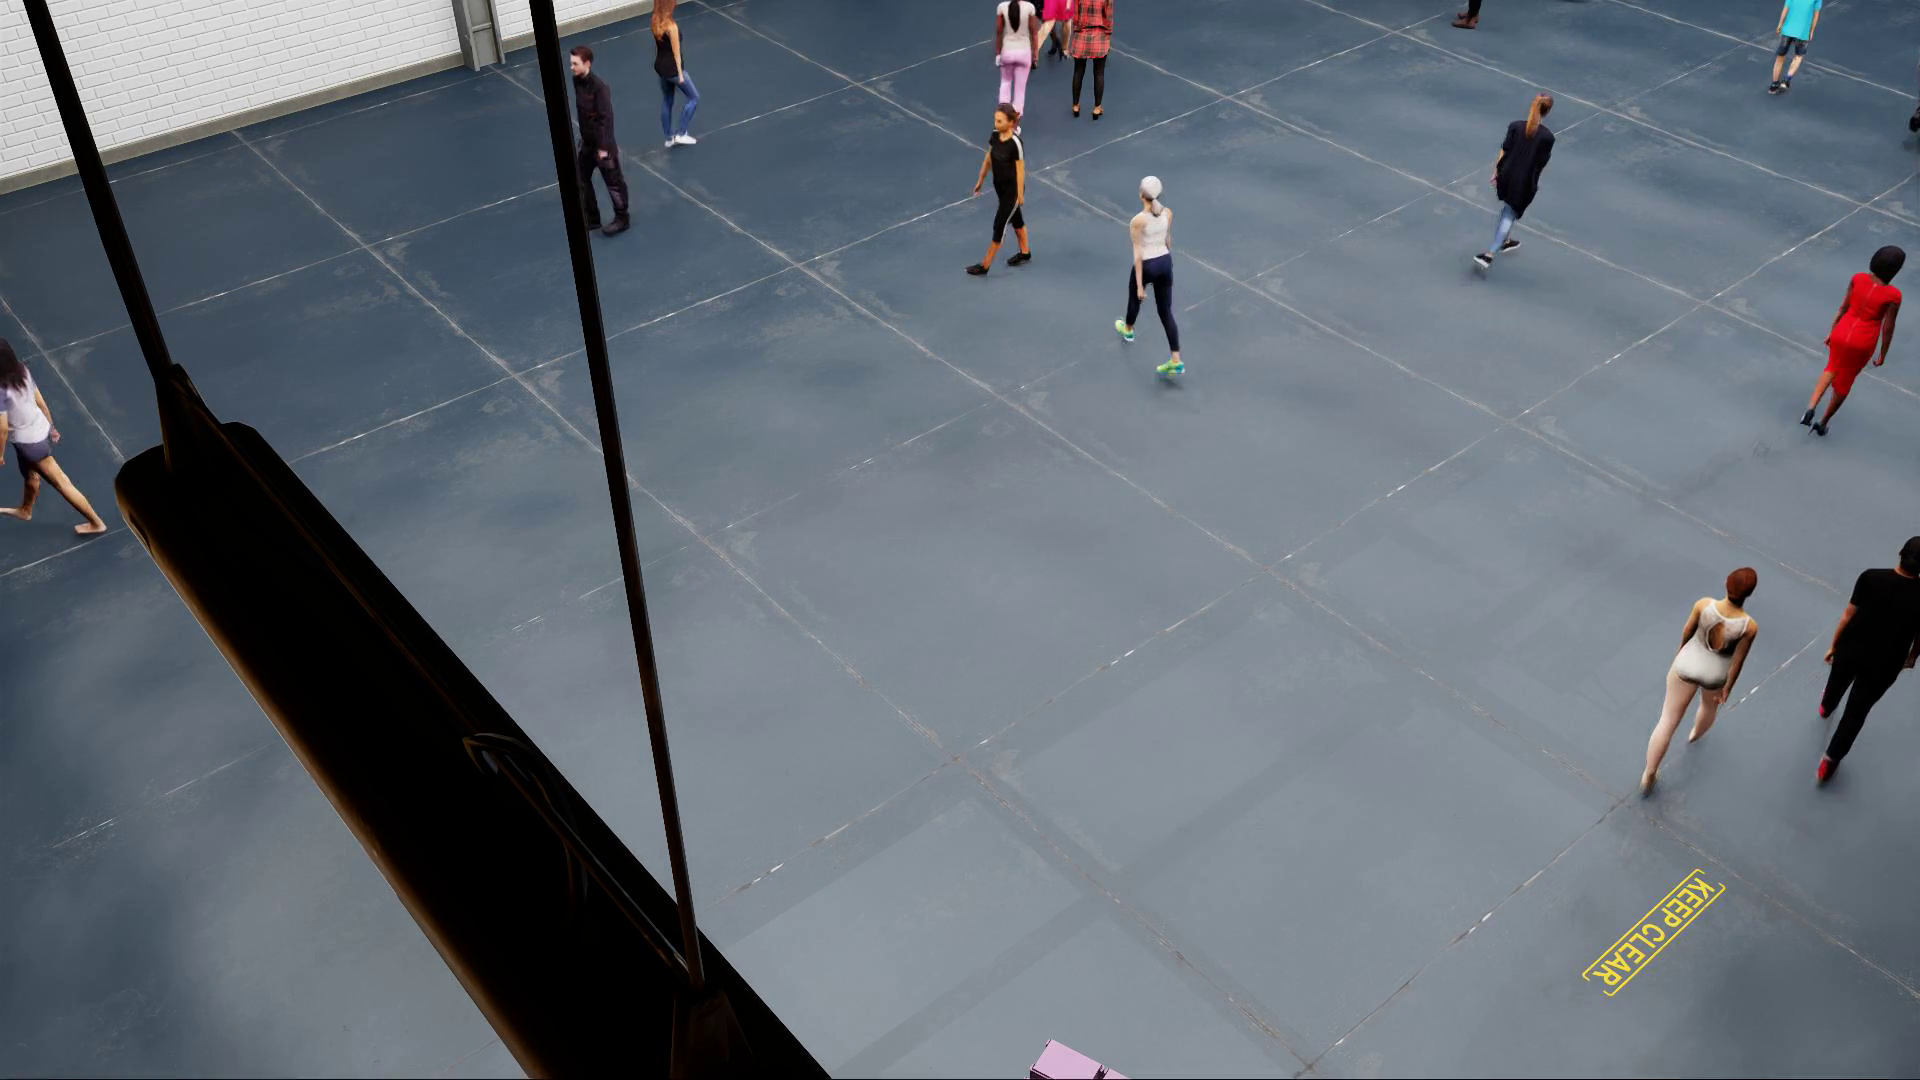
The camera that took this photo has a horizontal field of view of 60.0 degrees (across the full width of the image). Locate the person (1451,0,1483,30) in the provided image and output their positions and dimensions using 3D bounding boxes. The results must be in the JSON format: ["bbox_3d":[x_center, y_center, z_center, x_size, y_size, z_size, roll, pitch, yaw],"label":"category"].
[{"bbox_3d":[6.284,-7.112,20.031,0.827,1.835,0.648,19,43,23],"label":"person"}]

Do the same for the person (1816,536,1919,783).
[{"bbox_3d":[5.599,0.767,10.265,0.834,1.712,1.183,23,44,26],"label":"person"}]

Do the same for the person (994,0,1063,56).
[{"bbox_3d":[0.875,-6.364,19.236,1.058,1.660,1.068,12,40,14],"label":"person"}]

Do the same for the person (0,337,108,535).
[{"bbox_3d":[-6.680,-0.716,12.132,1.119,1.699,0.975,-3,39,-3],"label":"person"}]

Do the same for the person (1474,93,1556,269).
[{"bbox_3d":[5.114,-3.283,15.391,0.629,1.643,0.974,28,46,30],"label":"person"}]

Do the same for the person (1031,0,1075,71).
[{"bbox_3d":[1.084,-6.180,18.981,0.770,1.690,1.105,23,44,26],"label":"person"}]

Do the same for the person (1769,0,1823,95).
[{"bbox_3d":[9.316,-5.671,18.544,0.598,1.441,0.607,22,44,25],"label":"person"}]

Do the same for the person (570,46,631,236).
[{"bbox_3d":[-3.389,-3.814,15.854,0.735,1.895,0.815,31,48,33],"label":"person"}]

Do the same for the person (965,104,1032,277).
[{"bbox_3d":[0.523,-3.262,15.370,1.049,1.636,0.722,-18,42,-21],"label":"person"}]

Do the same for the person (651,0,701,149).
[{"bbox_3d":[-3.073,-4.873,17.330,0.597,1.708,0.612,31,48,33],"label":"person"}]

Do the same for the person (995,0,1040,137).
[{"bbox_3d":[0.583,-5.069,17.559,0.754,1.728,0.812,8,39,10],"label":"person"}]

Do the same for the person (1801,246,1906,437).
[{"bbox_3d":[6.987,-1.516,13.103,0.648,1.737,0.623,-24,45,-27],"label":"person"}]

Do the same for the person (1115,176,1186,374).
[{"bbox_3d":[1.663,-2.164,13.999,1.254,1.632,0.864,-20,43,-23],"label":"person"}]

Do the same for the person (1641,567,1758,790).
[{"bbox_3d":[4.525,0.869,10.228,0.757,1.598,1.123,23,44,26],"label":"person"}]

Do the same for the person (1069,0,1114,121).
[{"bbox_3d":[1.418,-5.408,18.006,0.697,1.700,0.716,12,40,15],"label":"person"}]
